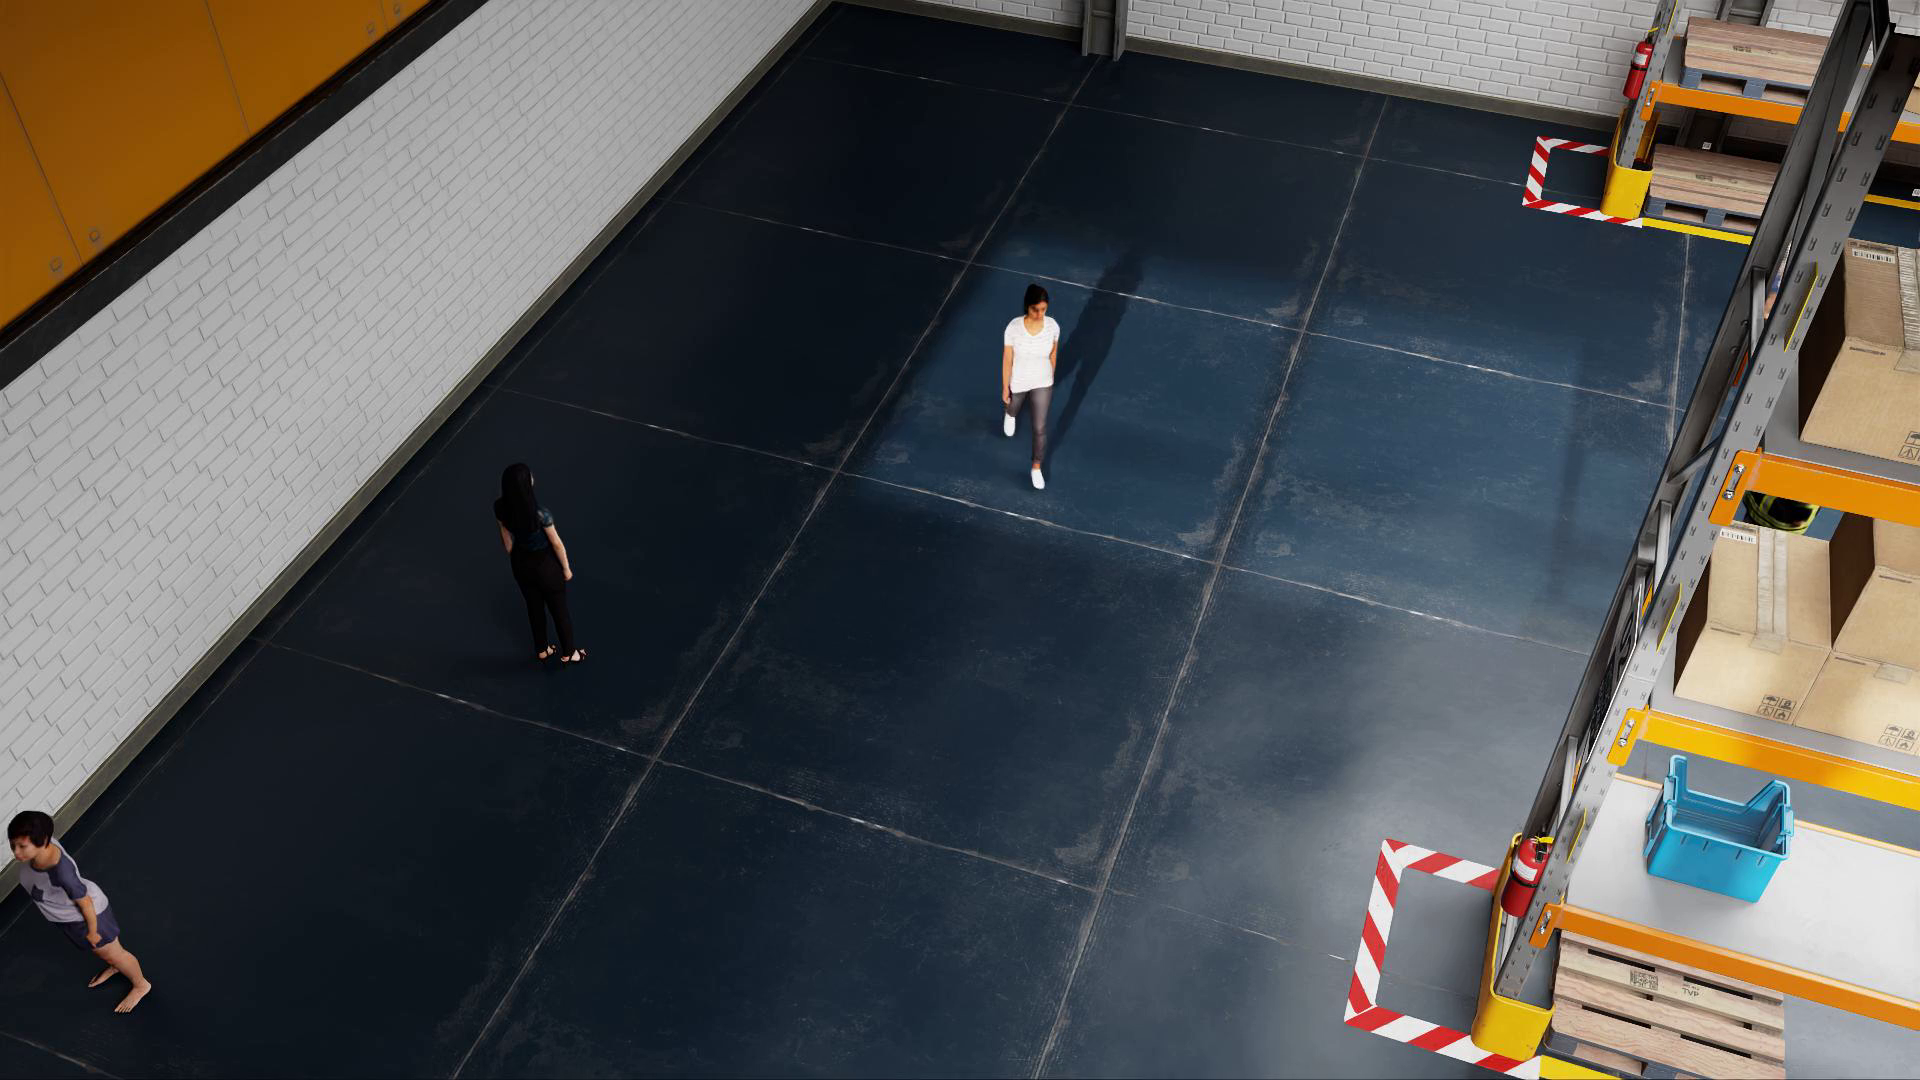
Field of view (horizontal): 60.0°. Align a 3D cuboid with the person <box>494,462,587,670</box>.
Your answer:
[{"bbox_3d":[-2.732,0.179,10.765,0.452,1.736,0.640,10,45,10],"label":"person"}]

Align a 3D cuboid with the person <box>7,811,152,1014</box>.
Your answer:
[{"bbox_3d":[-4.779,1.988,8.992,0.560,1.563,0.693,30,51,27],"label":"person"}]

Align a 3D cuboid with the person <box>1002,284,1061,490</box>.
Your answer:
[{"bbox_3d":[0.484,-1.218,12.320,1.076,1.614,0.937,-4,44,-4],"label":"person"}]
